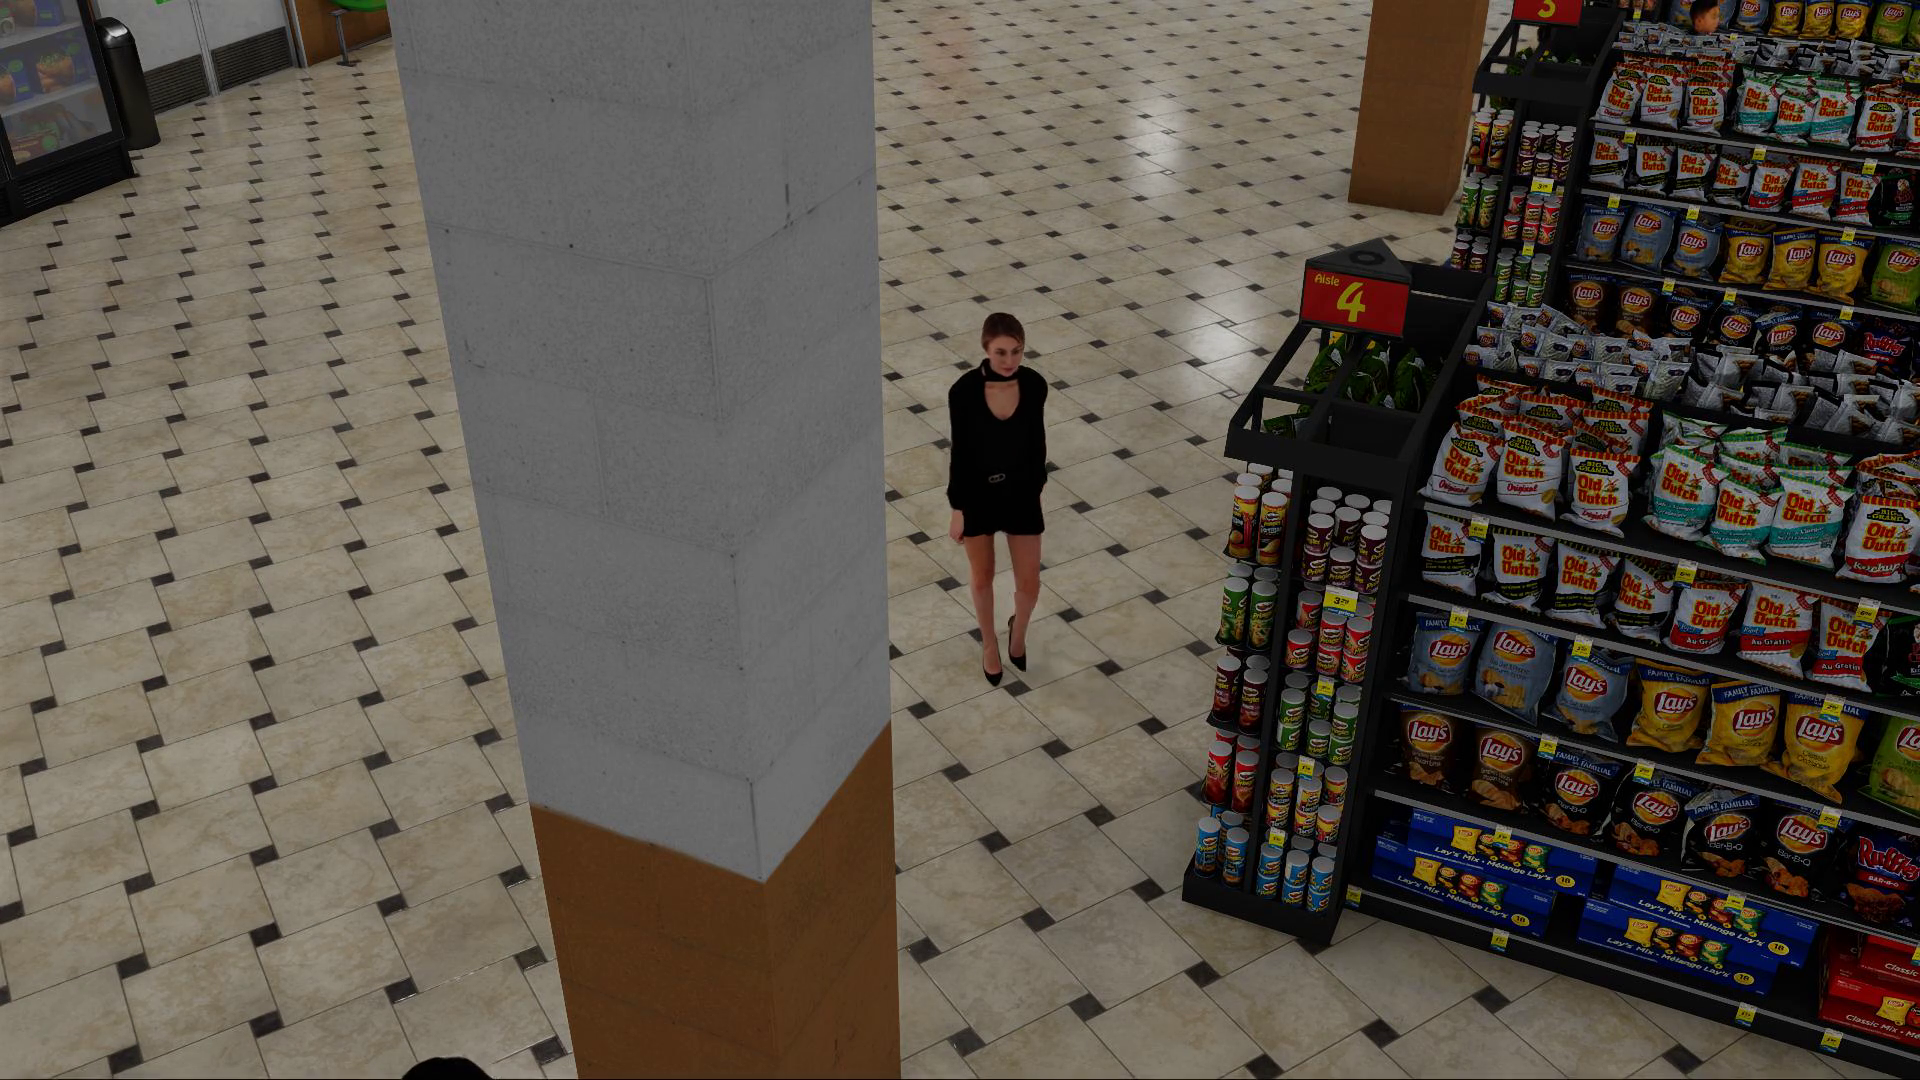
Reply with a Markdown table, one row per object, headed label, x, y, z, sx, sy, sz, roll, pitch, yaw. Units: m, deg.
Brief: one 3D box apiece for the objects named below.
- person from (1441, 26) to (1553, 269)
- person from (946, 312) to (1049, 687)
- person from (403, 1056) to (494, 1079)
| label | x | y | z | sx | sy | sz | roll | pitch | yaw |
| --- | --- | --- | --- | --- | --- | --- | --- | --- | --- |
| person | 3.414 | -2.350 | 10.430 | 1.267 | 1.734 | 1.136 | -8 | 33 | -13 |
| person | 0.139 | -0.180 | 6.925 | 0.672 | 1.753 | 0.755 | -3 | 32 | -5 |
| person | -1.048 | 1.797 | 3.890 | 0.570 | 1.602 | 0.617 | 8 | 33 | 13 |
